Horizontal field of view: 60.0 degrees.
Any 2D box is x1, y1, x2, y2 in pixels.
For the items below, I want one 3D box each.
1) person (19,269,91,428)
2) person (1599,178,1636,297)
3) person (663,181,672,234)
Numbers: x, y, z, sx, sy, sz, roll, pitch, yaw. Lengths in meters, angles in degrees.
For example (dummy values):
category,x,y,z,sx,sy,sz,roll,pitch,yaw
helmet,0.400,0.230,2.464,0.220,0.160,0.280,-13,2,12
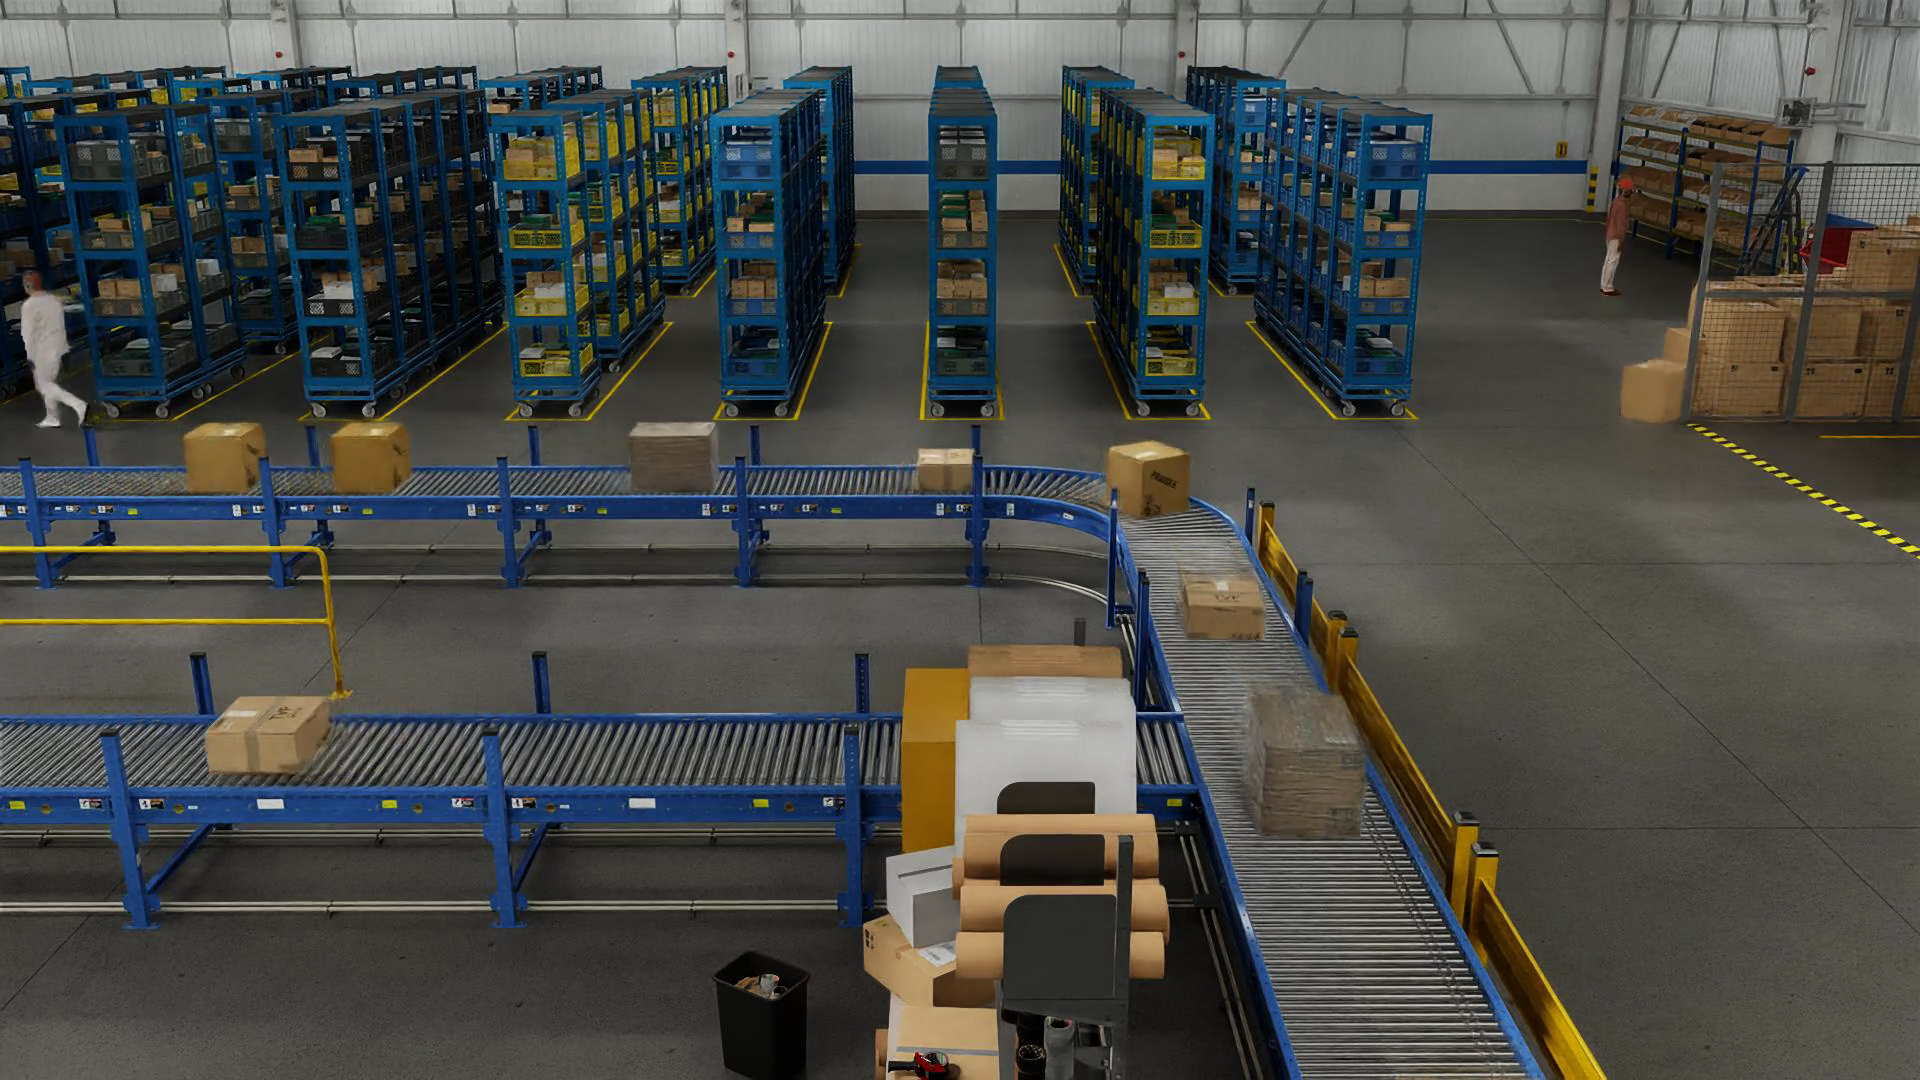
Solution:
category,x,y,z,sx,sy,sz,roll,pitch,yaw
person,-10.578,-2.203,19.364,0.693,1.893,0.641,0,18,0
person,11.172,-5.128,28.236,0.404,1.987,0.608,2,18,5
person,-6.125,-7.439,35.608,0.511,1.817,0.603,-4,18,-12
